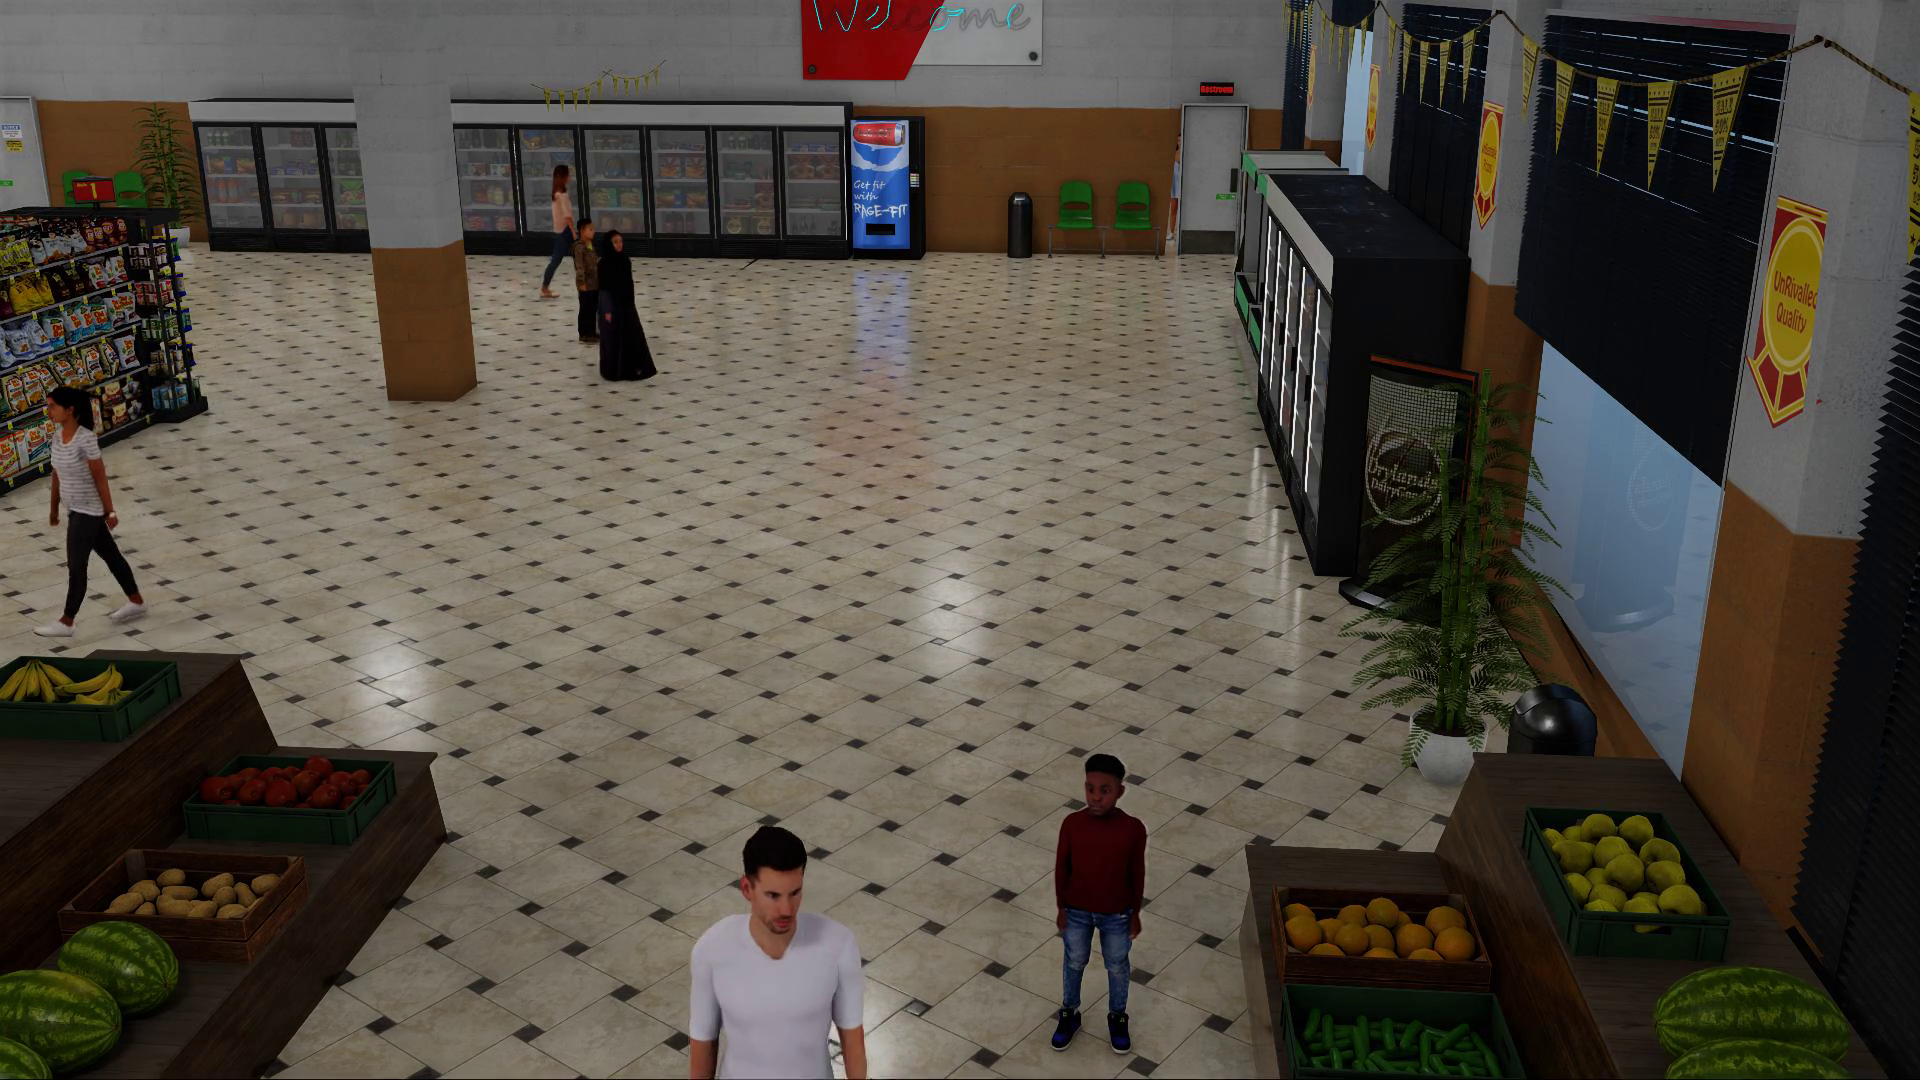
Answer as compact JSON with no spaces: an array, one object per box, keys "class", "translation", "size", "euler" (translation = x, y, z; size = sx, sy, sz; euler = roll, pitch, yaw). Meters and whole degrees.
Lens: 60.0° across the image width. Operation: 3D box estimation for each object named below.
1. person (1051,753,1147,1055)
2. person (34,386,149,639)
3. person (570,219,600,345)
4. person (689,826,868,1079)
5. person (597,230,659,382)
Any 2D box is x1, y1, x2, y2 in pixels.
[{"class":"person","translation":[0.551,1.427,6.594],"size":[0.514,1.256,0.499],"euler":[3,19,9]},{"class":"person","translation":[-5.626,-0.207,10.883],"size":[0.901,1.611,1.068],"euler":[14,23,35]},{"class":"person","translation":[-4.388,-3.042,19.539],"size":[0.669,1.454,0.556],"euler":[5,19,16]},{"class":"person","translation":[-0.543,1.656,5.017],"size":[0.807,1.829,1.097],"euler":[-1,19,-4]},{"class":"person","translation":[-3.680,-2.483,17.642],"size":[1.036,1.607,1.024],"euler":[17,25,40]}]
